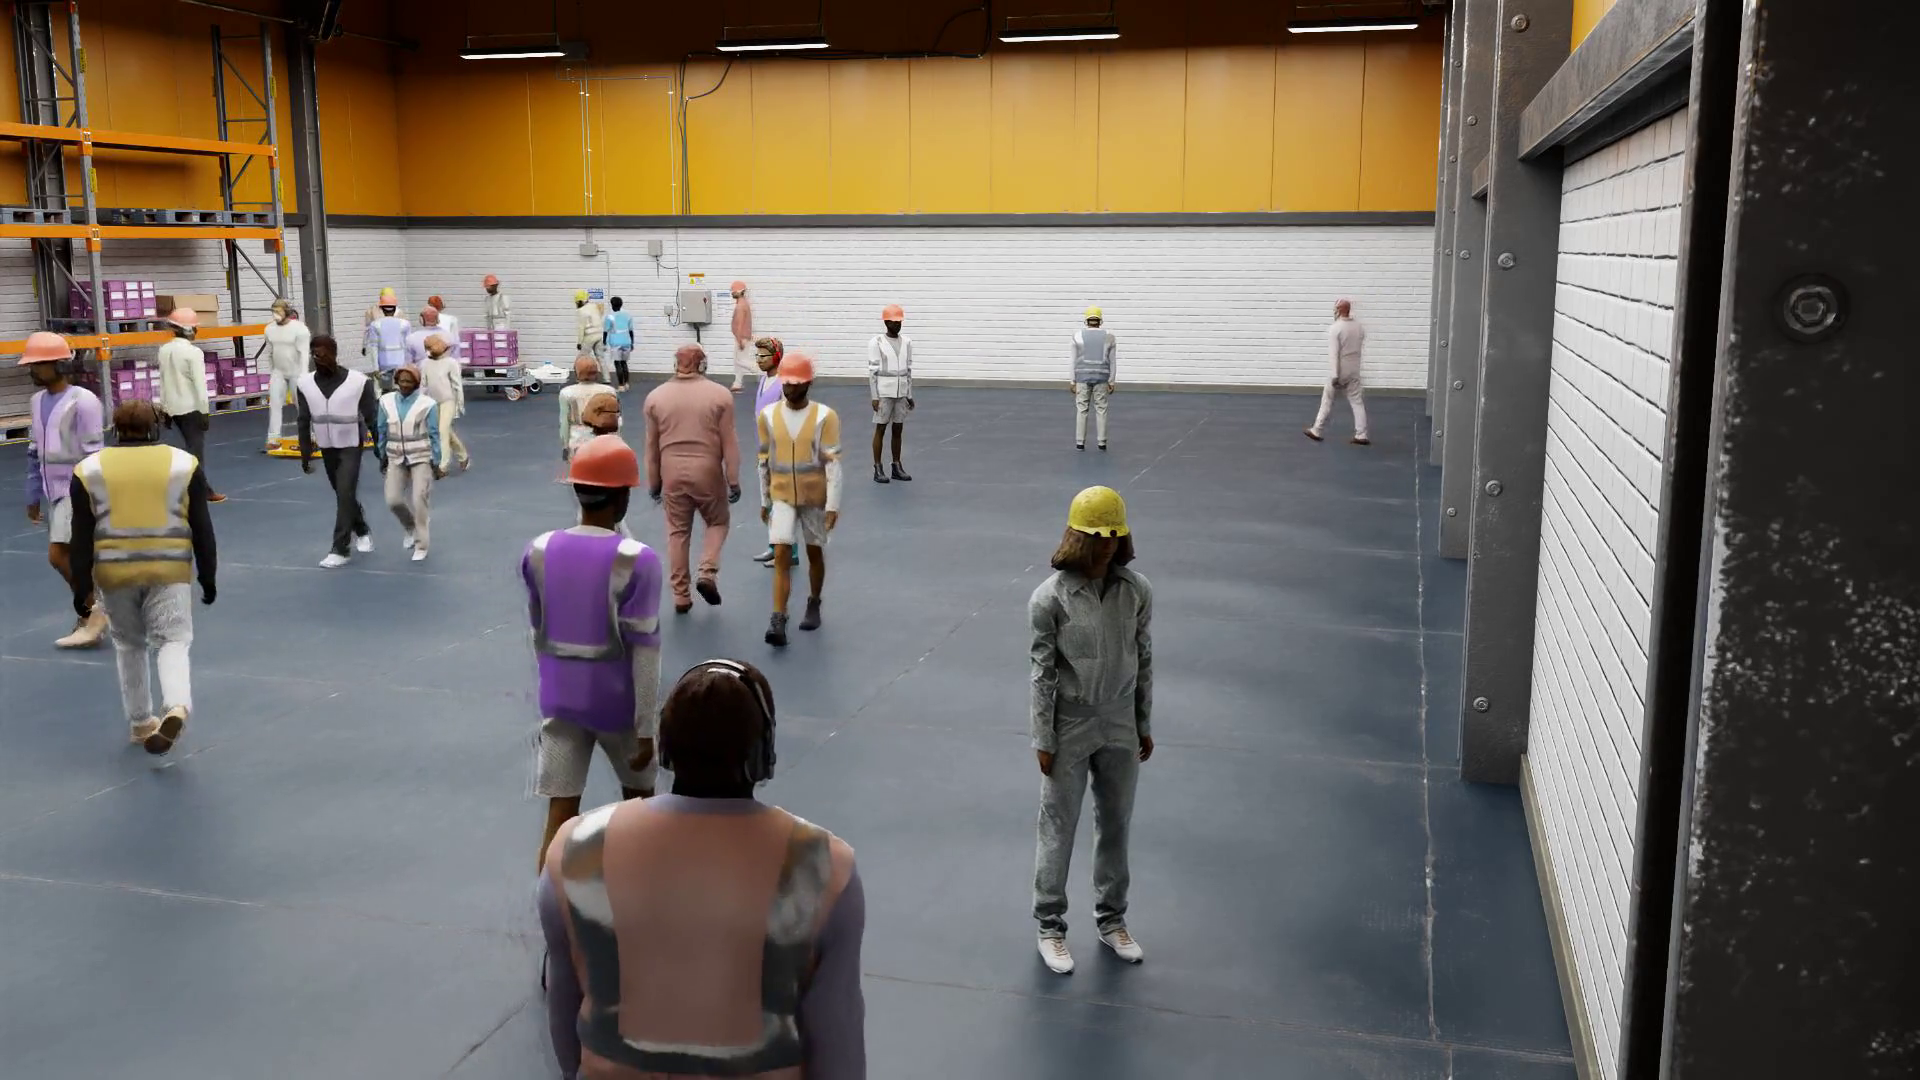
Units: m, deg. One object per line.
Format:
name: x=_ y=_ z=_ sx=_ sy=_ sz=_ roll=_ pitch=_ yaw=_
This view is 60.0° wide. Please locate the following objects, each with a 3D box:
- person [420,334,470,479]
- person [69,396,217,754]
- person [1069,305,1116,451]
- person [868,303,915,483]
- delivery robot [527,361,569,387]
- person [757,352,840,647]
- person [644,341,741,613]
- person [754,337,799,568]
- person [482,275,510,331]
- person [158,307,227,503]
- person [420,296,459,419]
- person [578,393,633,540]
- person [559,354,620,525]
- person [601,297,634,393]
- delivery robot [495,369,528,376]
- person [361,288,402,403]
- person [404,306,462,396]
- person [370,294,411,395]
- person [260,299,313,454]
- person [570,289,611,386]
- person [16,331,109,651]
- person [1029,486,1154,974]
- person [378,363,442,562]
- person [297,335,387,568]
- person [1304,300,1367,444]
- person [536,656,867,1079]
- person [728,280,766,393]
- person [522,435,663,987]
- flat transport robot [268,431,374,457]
person: x=-5.748 y=-1.510 z=18.585 sx=0.511 sy=1.590 sz=0.820 roll=4 pitch=11 yaw=24
person: x=-4.088 y=0.190 z=8.345 sx=0.661 sy=1.809 sz=0.792 roll=-4 pitch=11 yaw=-21
person: x=1.654 y=-2.009 z=20.760 sx=0.586 sy=1.824 sz=0.404 roll=0 pitch=10 yaw=-1
person: x=-0.729 y=-1.591 z=18.046 sx=0.543 sy=1.939 sz=0.370 roll=-7 pitch=12 yaw=-34
delivery robot: x=-7.173 y=-2.878 z=28.989 sx=0.707 sy=0.478 sz=0.477 roll=-2 pitch=10 yaw=-13
person: x=-1.048 y=-0.269 z=10.749 sx=0.558 sy=1.873 sz=0.998 roll=1 pitch=10 yaw=5
person: x=-1.860 y=-0.435 z=11.622 sx=0.690 sy=1.887 sz=0.471 roll=1 pitch=10 yaw=5
person: x=-1.445 y=-0.704 z=13.324 sx=0.385 sy=1.836 sz=0.565 roll=-4 pitch=11 yaw=-23
person: x=-8.676 y=-3.936 z=31.114 sx=0.657 sy=2.020 sz=0.467 roll=7 pitch=12 yaw=34
person: x=-7.586 y=-1.273 z=16.186 sx=0.628 sy=1.970 sz=0.853 roll=6 pitch=12 yaw=30
person: x=-7.703 y=-2.703 z=24.686 sx=0.565 sy=1.830 sz=1.023 roll=-6 pitch=12 yaw=-32
person: x=-2.232 y=-0.143 z=10.786 sx=0.619 sy=1.615 sz=0.504 roll=0 pitch=10 yaw=2
person: x=-3.217 y=-0.807 z=14.521 sx=0.523 sy=1.616 sz=0.670 roll=-4 pitch=11 yaw=-21
person: x=-5.951 y=-3.397 z=28.993 sx=0.562 sy=1.672 sz=0.527 roll=-8 pitch=13 yaw=-39
delivery robot: x=-7.910 y=-2.886 z=29.032 sx=0.707 sy=0.478 sz=0.477 roll=1 pitch=10 yaw=4
person: x=-9.473 y=-3.184 z=27.282 sx=0.669 sy=1.860 sz=0.897 roll=-4 pitch=11 yaw=-20
person: x=-6.132 y=-1.791 z=19.395 sx=0.641 sy=1.875 sz=0.893 roll=-5 pitch=11 yaw=-28
person: x=-7.733 y=-2.393 z=22.675 sx=0.548 sy=1.900 sz=0.862 roll=-3 pitch=10 yaw=-17
person: x=-8.313 y=-1.995 z=20.439 sx=0.638 sy=1.902 sz=0.920 roll=2 pitch=10 yaw=10
person: x=-6.693 y=-3.618 z=29.977 sx=0.695 sy=1.778 sz=0.634 roll=3 pitch=11 yaw=19
person: x=-5.637 y=-0.291 z=10.442 sx=0.632 sy=2.022 sz=0.468 roll=6 pitch=12 yaw=31
person: x=0.471 y=0.665 z=5.860 sx=0.480 sy=1.734 sz=0.332 roll=-5 pitch=11 yaw=-26
person: x=-4.459 y=-0.638 z=13.535 sx=0.547 sy=1.616 sz=0.410 roll=1 pitch=10 yaw=5
person: x=-5.029 y=-0.753 z=13.554 sx=0.653 sy=1.861 sz=0.996 roll=1 pitch=10 yaw=5
person: x=4.963 y=-2.183 z=21.631 sx=0.654 sy=1.858 sz=0.976 roll=-6 pitch=12 yaw=-30
person: x=-0.485 y=1.107 z=3.199 sx=0.634 sy=1.799 sz=0.953 roll=0 pitch=10 yaw=2
person: x=-3.718 y=-3.520 z=28.891 sx=0.743 sy=1.970 sz=0.623 roll=0 pitch=10 yaw=0
person: x=-1.282 y=0.563 z=5.990 sx=0.568 sy=1.880 sz=0.988 roll=2 pitch=10 yaw=14
flat transport robot: x=-7.821 y=-1.212 z=20.621 sx=0.652 sy=0.197 sz=1.431 roll=3 pitch=11 yaw=18
